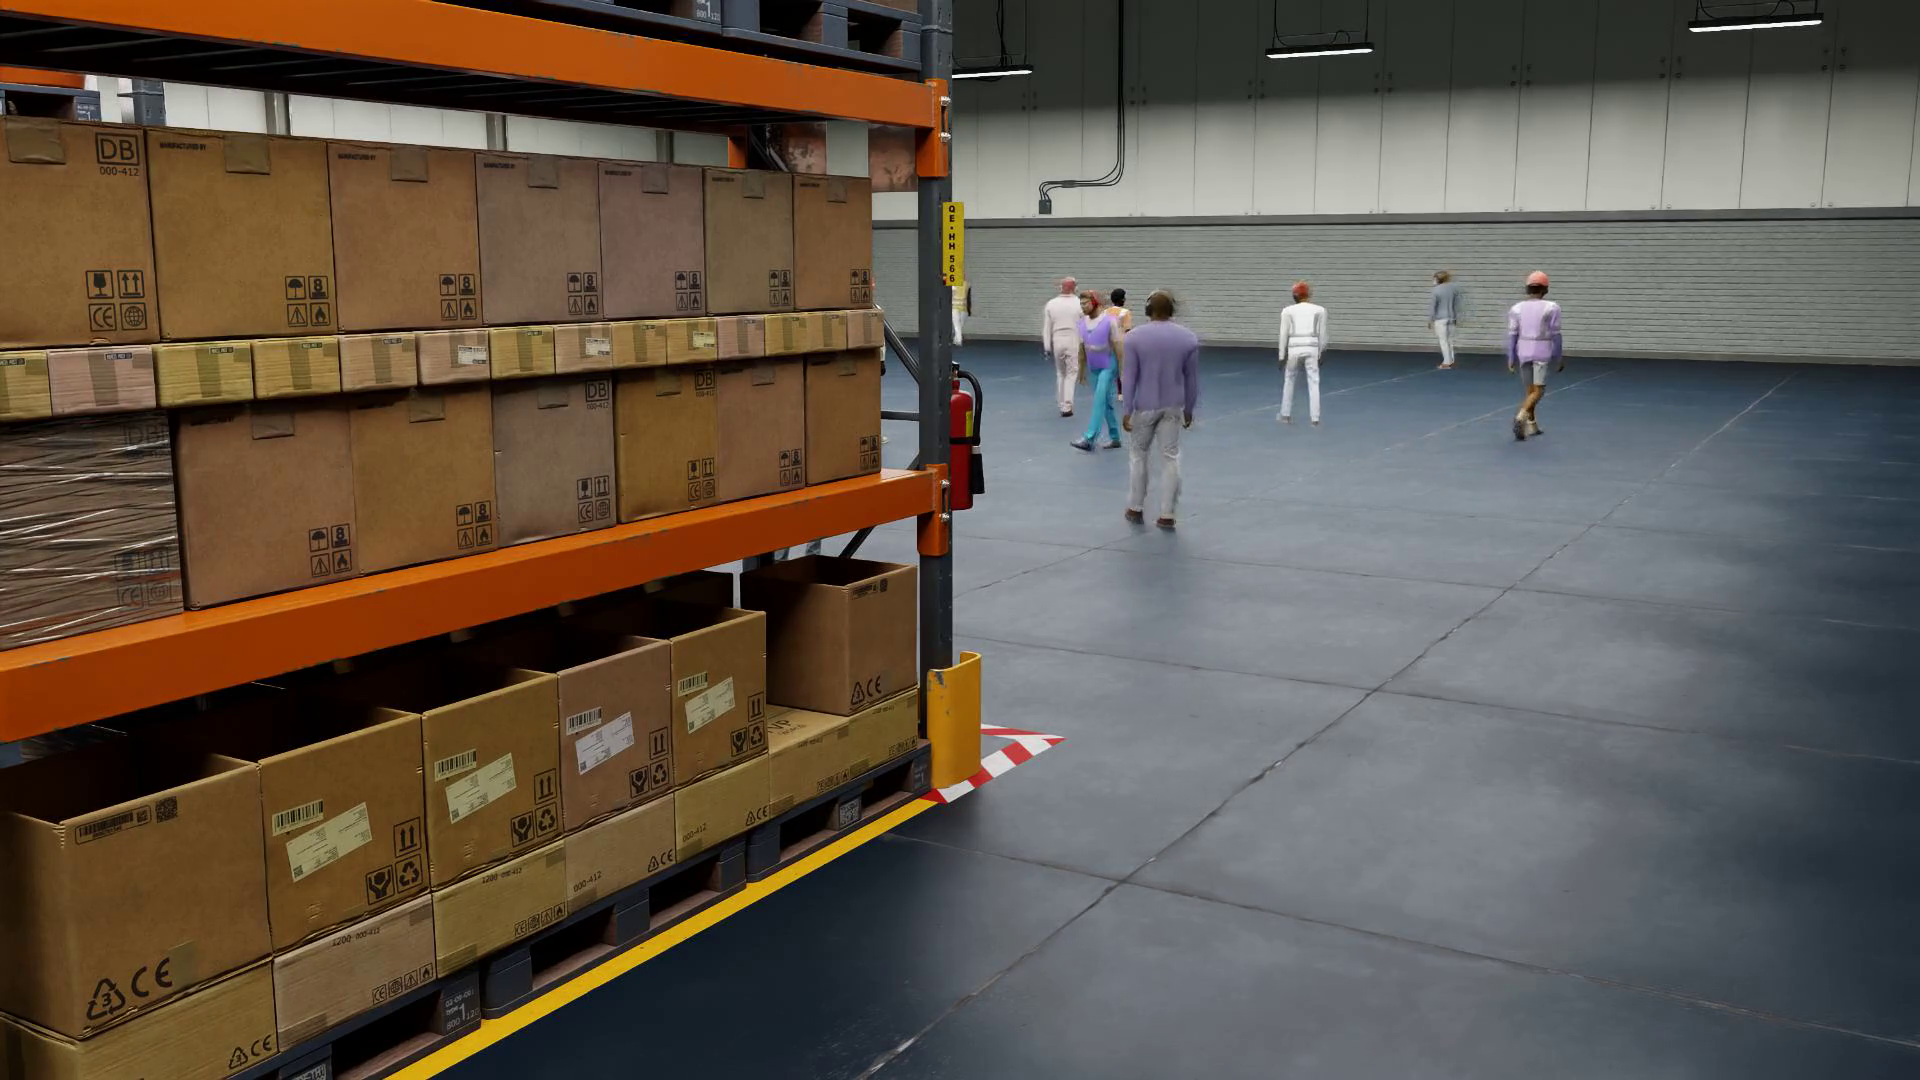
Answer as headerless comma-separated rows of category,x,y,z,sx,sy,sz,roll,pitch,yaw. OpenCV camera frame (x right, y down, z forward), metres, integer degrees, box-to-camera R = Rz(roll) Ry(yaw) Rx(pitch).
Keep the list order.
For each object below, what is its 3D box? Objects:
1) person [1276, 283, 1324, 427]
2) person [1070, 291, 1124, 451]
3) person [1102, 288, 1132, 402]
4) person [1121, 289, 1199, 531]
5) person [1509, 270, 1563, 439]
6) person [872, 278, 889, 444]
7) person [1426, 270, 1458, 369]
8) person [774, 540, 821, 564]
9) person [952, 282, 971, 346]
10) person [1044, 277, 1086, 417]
person,4.375,-2.377,21.398,0.602,1.831,0.817,0,10,3
person,1.526,-1.883,18.626,0.901,1.781,0.605,-7,12,-36
person,2.338,-2.901,24.821,0.538,1.698,0.320,8,13,40
person,1.584,-1.059,13.432,0.657,1.902,0.868,-1,10,-9
person,6.839,-2.210,19.883,0.915,2.014,0.612,-9,13,-43
person,-1.110,-2.098,19.249,0.612,1.997,0.375,6,12,33
person,9.342,-4.254,32.152,0.671,1.907,0.453,-6,11,-30
person,-1.128,-0.559,11.299,0.499,1.634,0.279,4,10,21
person,-0.068,-5.639,40.587,0.641,1.798,0.950,-4,10,-20
person,1.542,-2.647,22.796,0.669,1.873,0.880,4,10,22
